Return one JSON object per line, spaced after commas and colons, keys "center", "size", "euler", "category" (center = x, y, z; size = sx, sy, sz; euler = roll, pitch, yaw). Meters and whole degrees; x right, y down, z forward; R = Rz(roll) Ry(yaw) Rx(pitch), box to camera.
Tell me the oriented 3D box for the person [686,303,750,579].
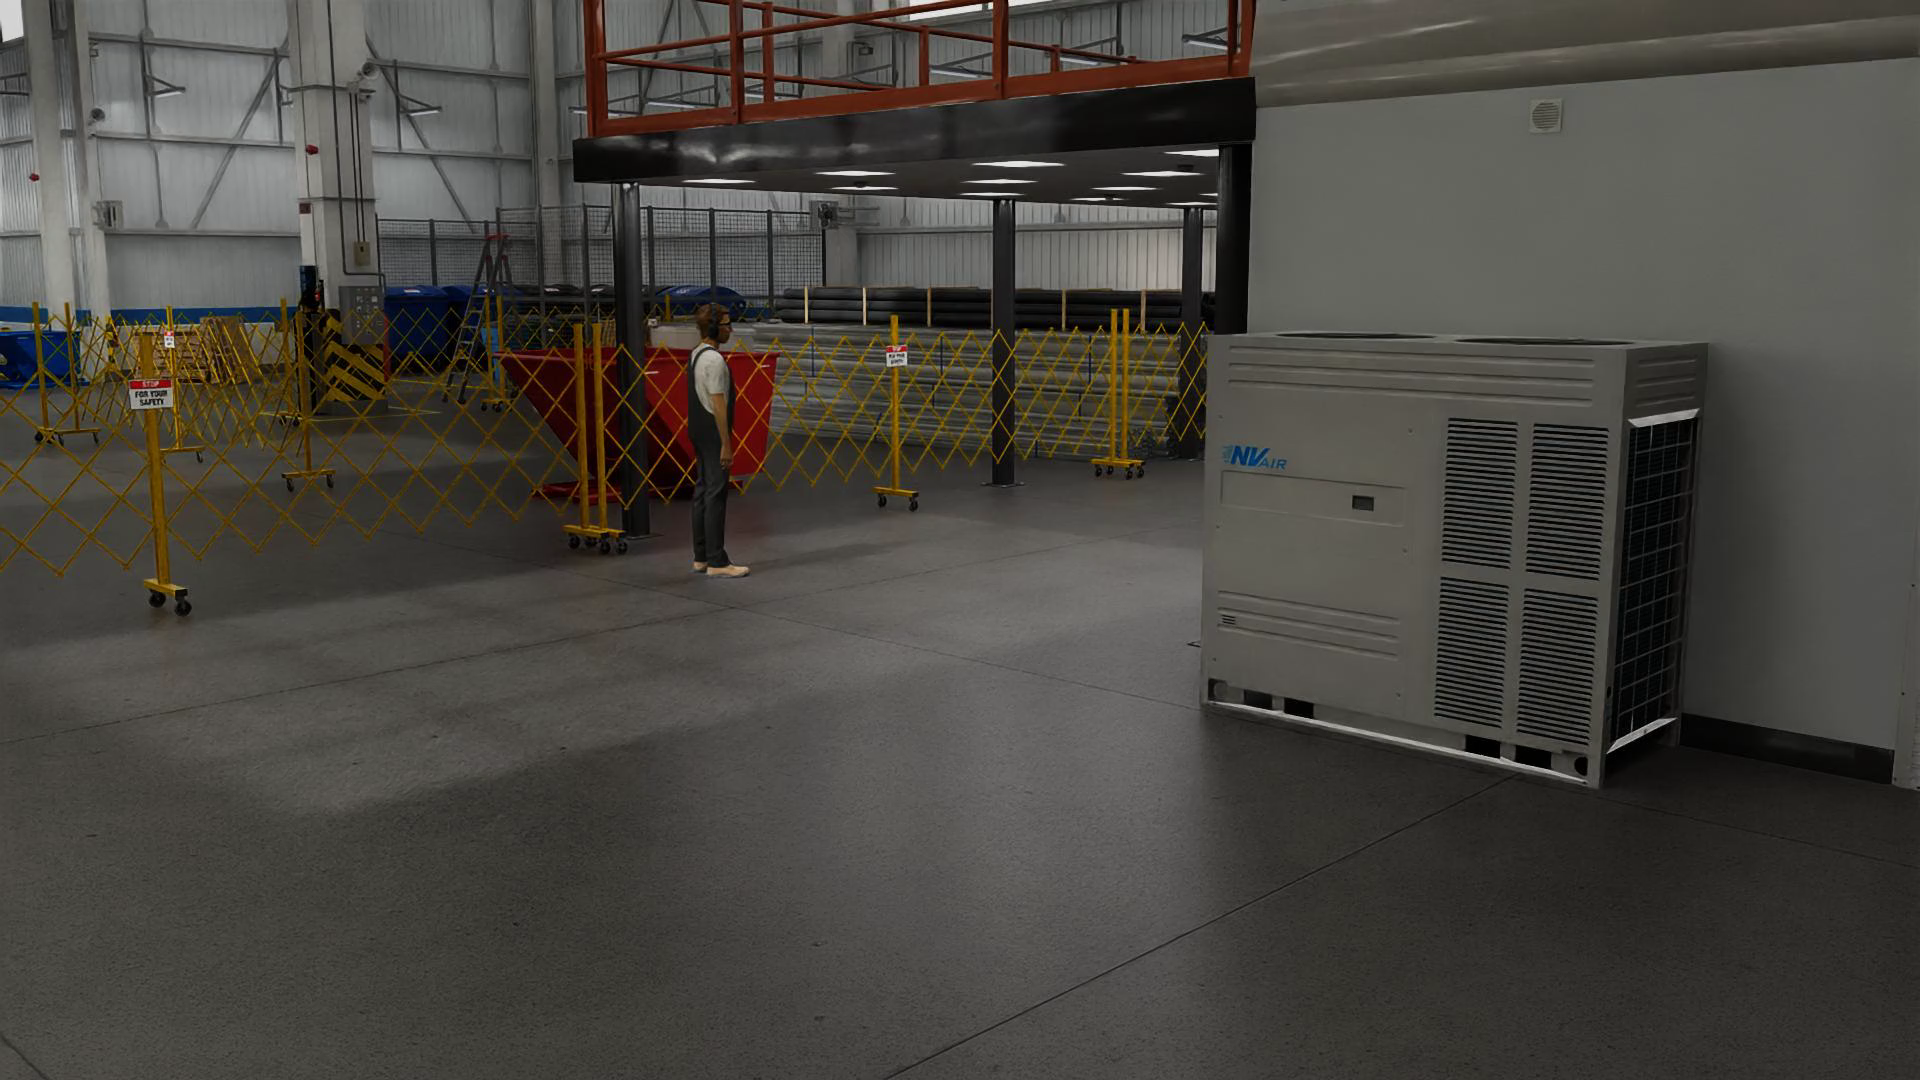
{"center": [-1.646, -0.662, 11.166], "size": [0.338, 1.845, 0.514], "euler": [-5, 10, -27], "category": "person"}
